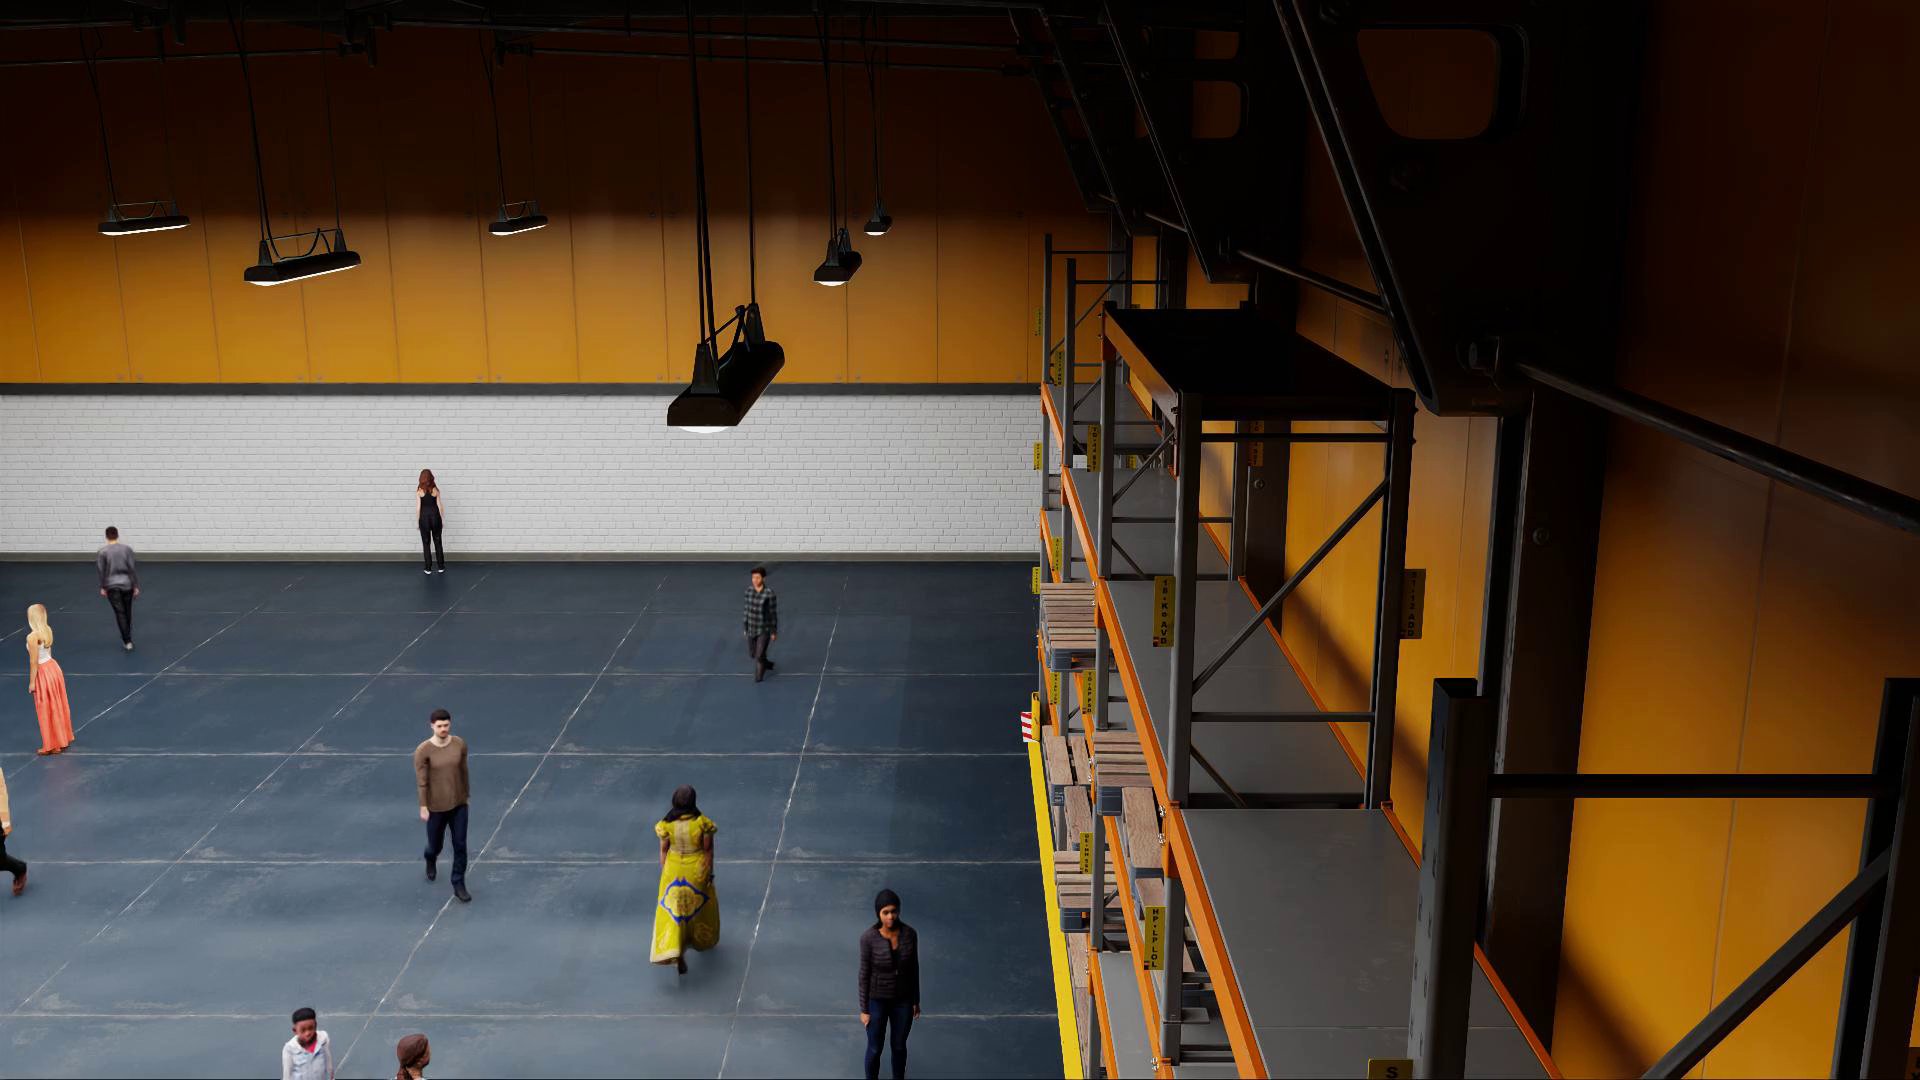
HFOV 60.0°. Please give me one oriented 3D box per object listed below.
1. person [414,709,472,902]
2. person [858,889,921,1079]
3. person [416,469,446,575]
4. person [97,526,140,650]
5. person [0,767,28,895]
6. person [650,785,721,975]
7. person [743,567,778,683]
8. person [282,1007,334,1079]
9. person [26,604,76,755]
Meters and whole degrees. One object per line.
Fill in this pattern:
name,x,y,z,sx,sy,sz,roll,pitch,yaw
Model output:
person,-4.898,2.479,15.767,0.967,1.873,1.077,-10,17,-36
person,-0.527,3.402,12.226,0.688,1.746,0.677,-5,14,-19
person,-8.798,-0.321,27.598,0.667,1.747,0.650,-6,15,-24
person,-11.832,0.704,23.426,1.048,1.718,1.208,-9,17,-34
person,-9.058,2.622,15.468,0.659,1.735,1.026,0,14,-1
person,-2.367,2.945,14.360,0.800,1.629,1.282,-1,14,-5
person,-2.660,1.171,22.246,0.945,1.697,1.089,7,15,26
person,-4.532,3.816,11.597,0.708,1.237,0.871,-7,15,-26
person,-10.711,1.614,19.490,0.693,1.802,0.527,-1,14,-4
